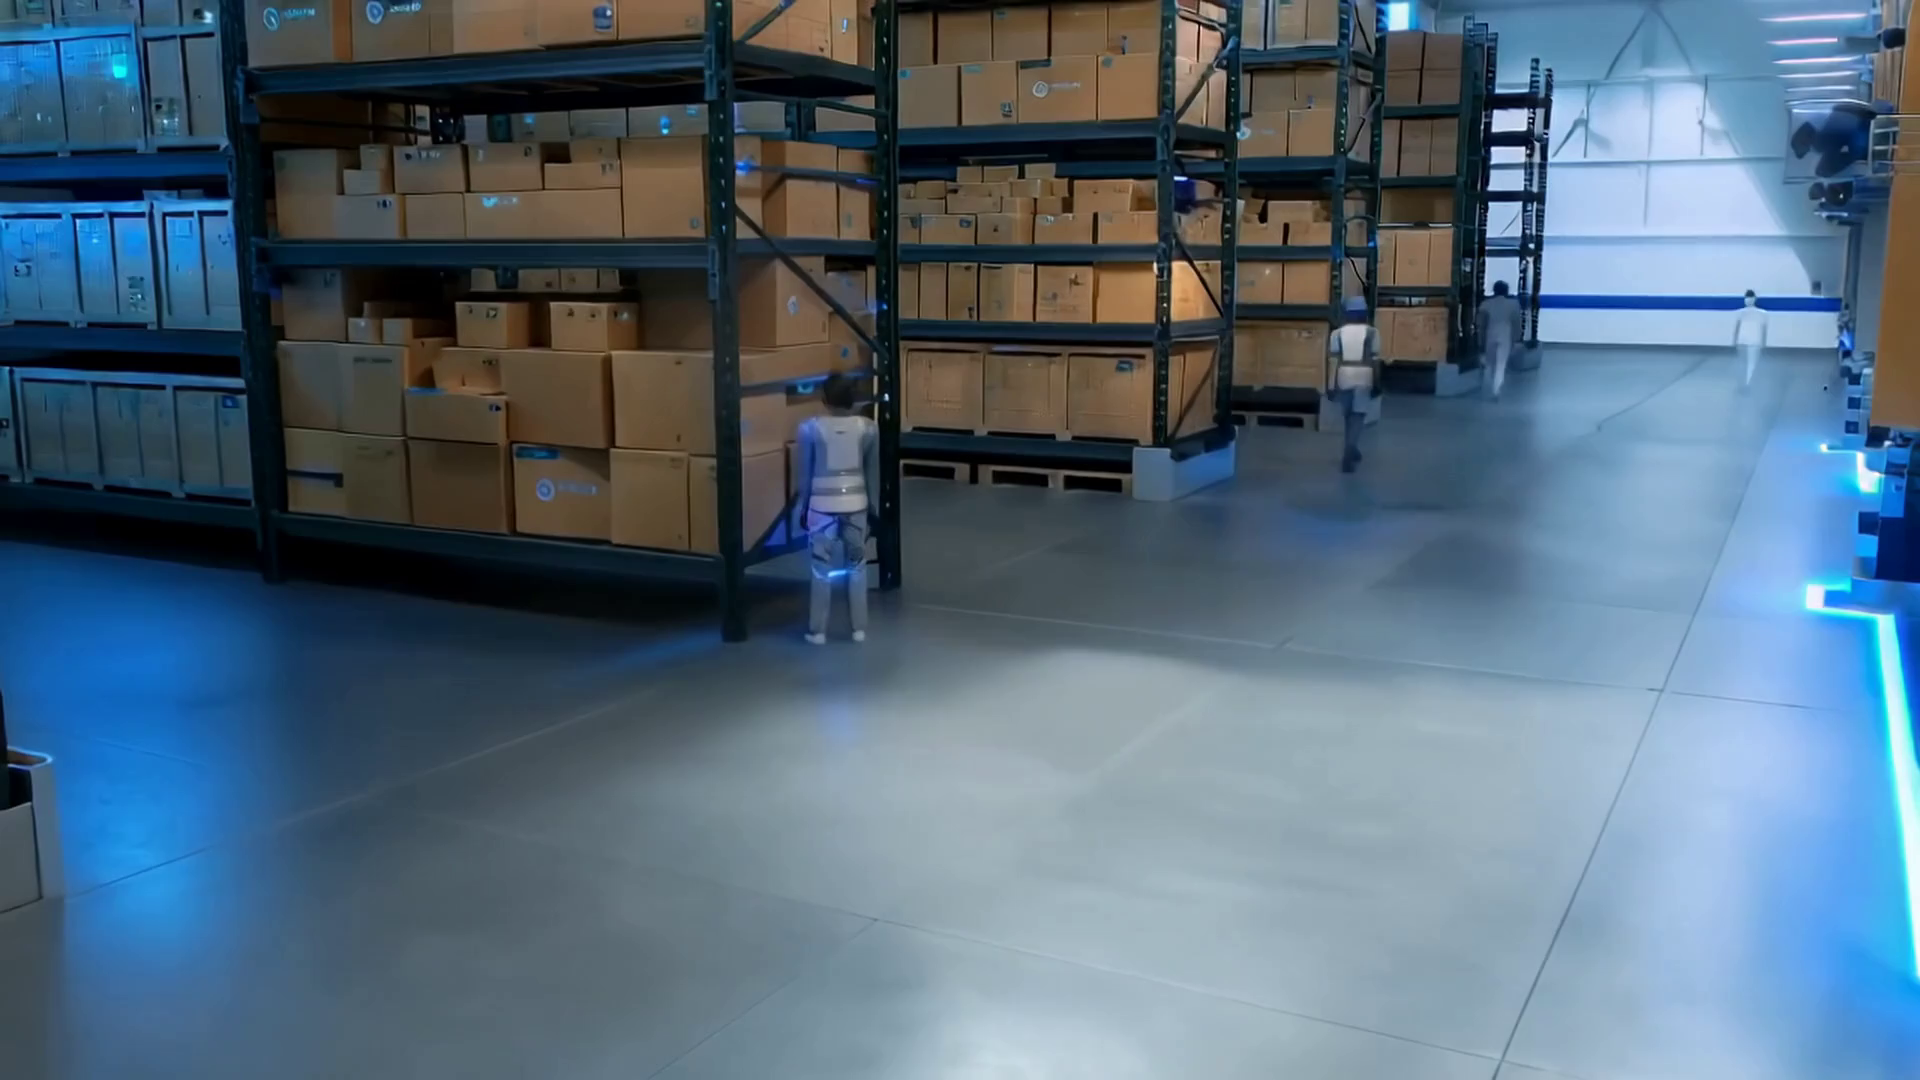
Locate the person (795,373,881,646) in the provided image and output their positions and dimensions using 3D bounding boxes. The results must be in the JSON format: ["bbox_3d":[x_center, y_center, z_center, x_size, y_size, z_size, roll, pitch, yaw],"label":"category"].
[{"bbox_3d":[-0.723,-0.177,9.888,0.521,1.631,0.316,-4,10,-20],"label":"person"}]

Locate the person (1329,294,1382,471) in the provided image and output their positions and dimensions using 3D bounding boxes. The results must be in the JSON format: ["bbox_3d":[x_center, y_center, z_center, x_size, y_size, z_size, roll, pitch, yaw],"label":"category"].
[{"bbox_3d":[4.249,-1.704,17.990,0.538,1.900,0.991,5,11,27],"label":"person"}]

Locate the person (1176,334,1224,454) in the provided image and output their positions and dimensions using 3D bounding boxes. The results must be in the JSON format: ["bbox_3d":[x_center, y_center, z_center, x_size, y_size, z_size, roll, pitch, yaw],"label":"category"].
[{"bbox_3d":[2.686,-1.906,19.130,0.636,1.891,0.986,-6,11,-30],"label":"person"}]

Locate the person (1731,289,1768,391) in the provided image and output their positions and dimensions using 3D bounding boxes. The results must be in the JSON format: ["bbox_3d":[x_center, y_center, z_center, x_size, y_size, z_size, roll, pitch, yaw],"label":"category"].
[{"bbox_3d":[13.459,-3.413,28.377,0.556,1.716,0.879,5,11,27],"label":"person"}]

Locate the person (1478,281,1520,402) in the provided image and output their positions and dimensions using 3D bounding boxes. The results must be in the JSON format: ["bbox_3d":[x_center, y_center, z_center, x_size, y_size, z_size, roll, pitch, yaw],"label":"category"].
[{"bbox_3d":[8.483,-3.130,26.241,0.625,1.902,1.013,5,11,25],"label":"person"}]
